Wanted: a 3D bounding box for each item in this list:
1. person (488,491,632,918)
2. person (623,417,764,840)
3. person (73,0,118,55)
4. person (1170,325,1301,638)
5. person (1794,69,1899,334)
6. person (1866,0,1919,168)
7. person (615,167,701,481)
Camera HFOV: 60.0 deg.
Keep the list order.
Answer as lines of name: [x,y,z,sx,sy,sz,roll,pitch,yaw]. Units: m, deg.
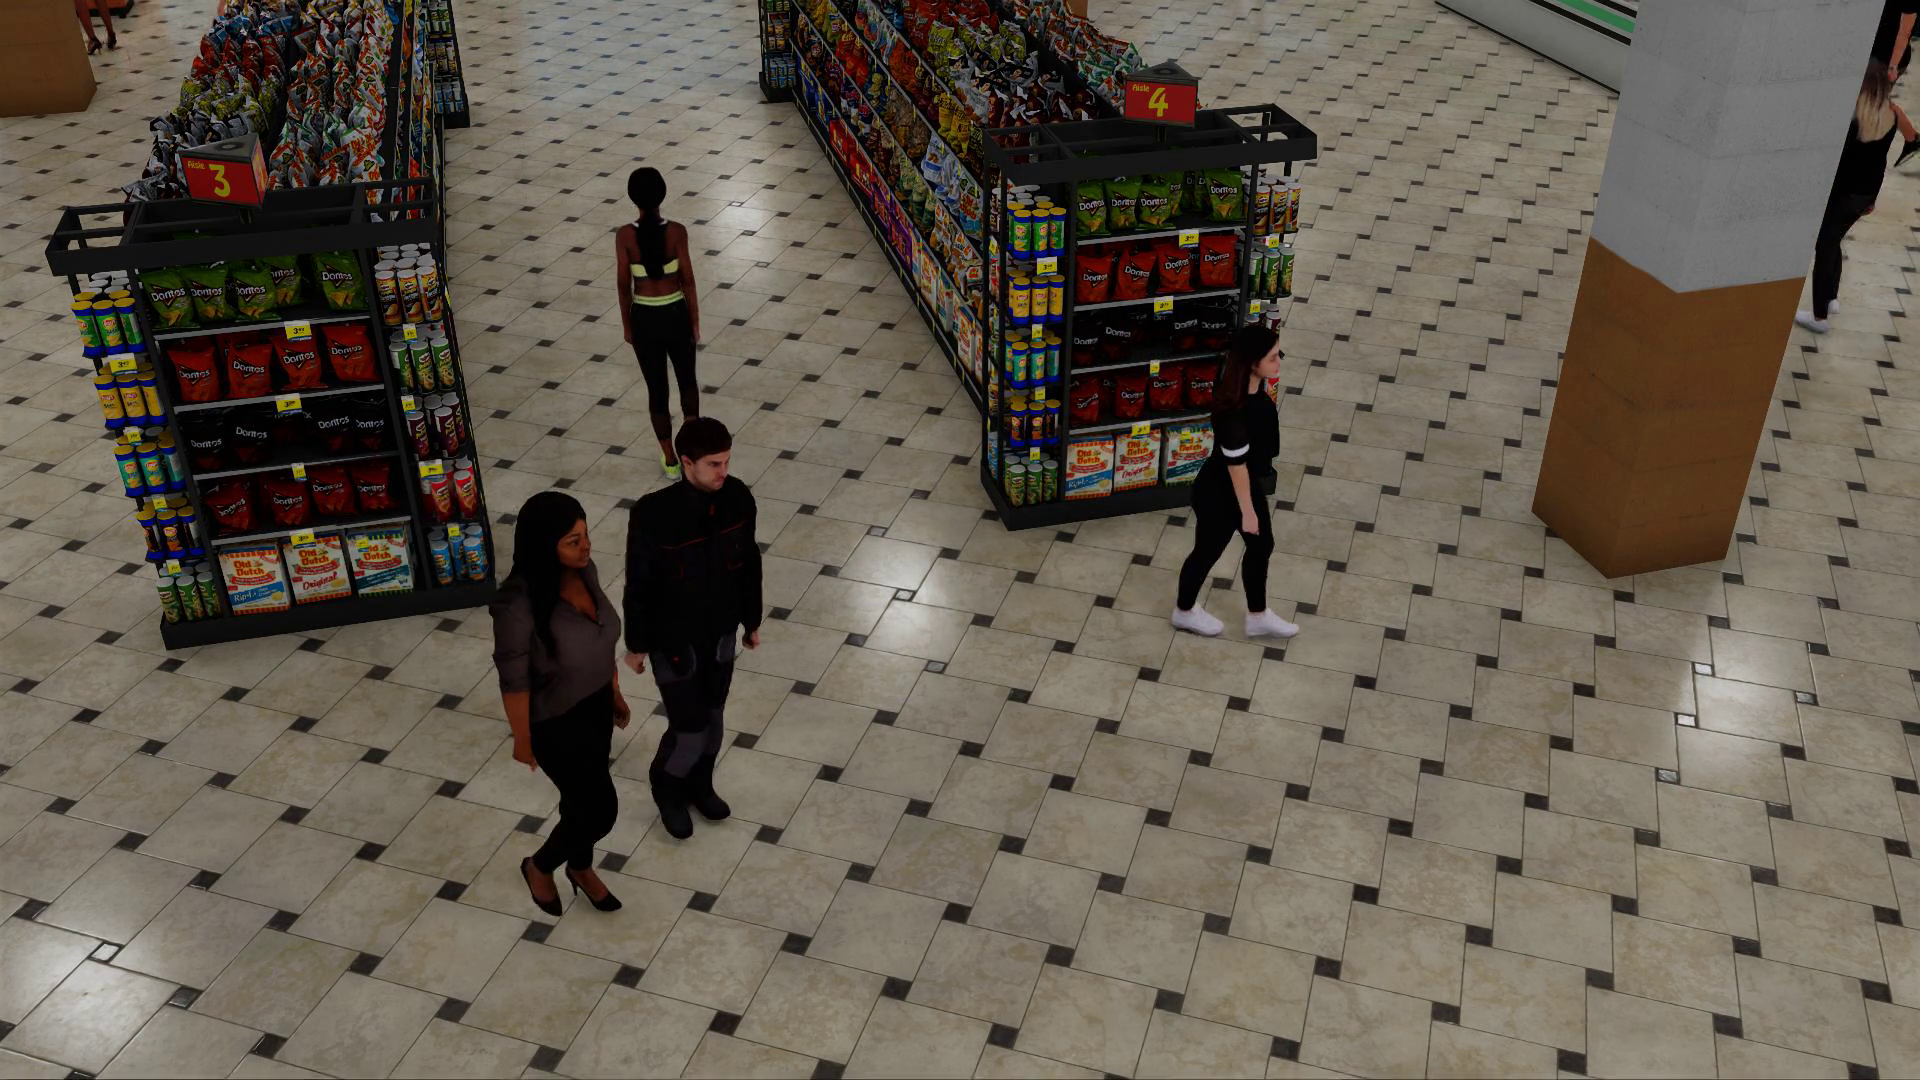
person: [-1.487,0.618,5.962,0.849,1.828,0.783,12,34,18]
person: [-1.086,0.312,6.463,0.842,1.818,0.828,-22,38,-31]
person: [-8.491,-5.580,15.955,0.731,1.794,0.674,15,35,23]
person: [1.140,-0.238,7.537,0.916,1.616,0.899,10,33,15]
person: [5.609,-2.079,10.441,0.630,1.673,0.578,-9,33,-14]
person: [7.332,-3.741,12.968,1.122,1.827,1.127,13,34,20]
person: [-1.571,-1.072,8.757,0.552,1.744,0.641,-7,33,-11]
